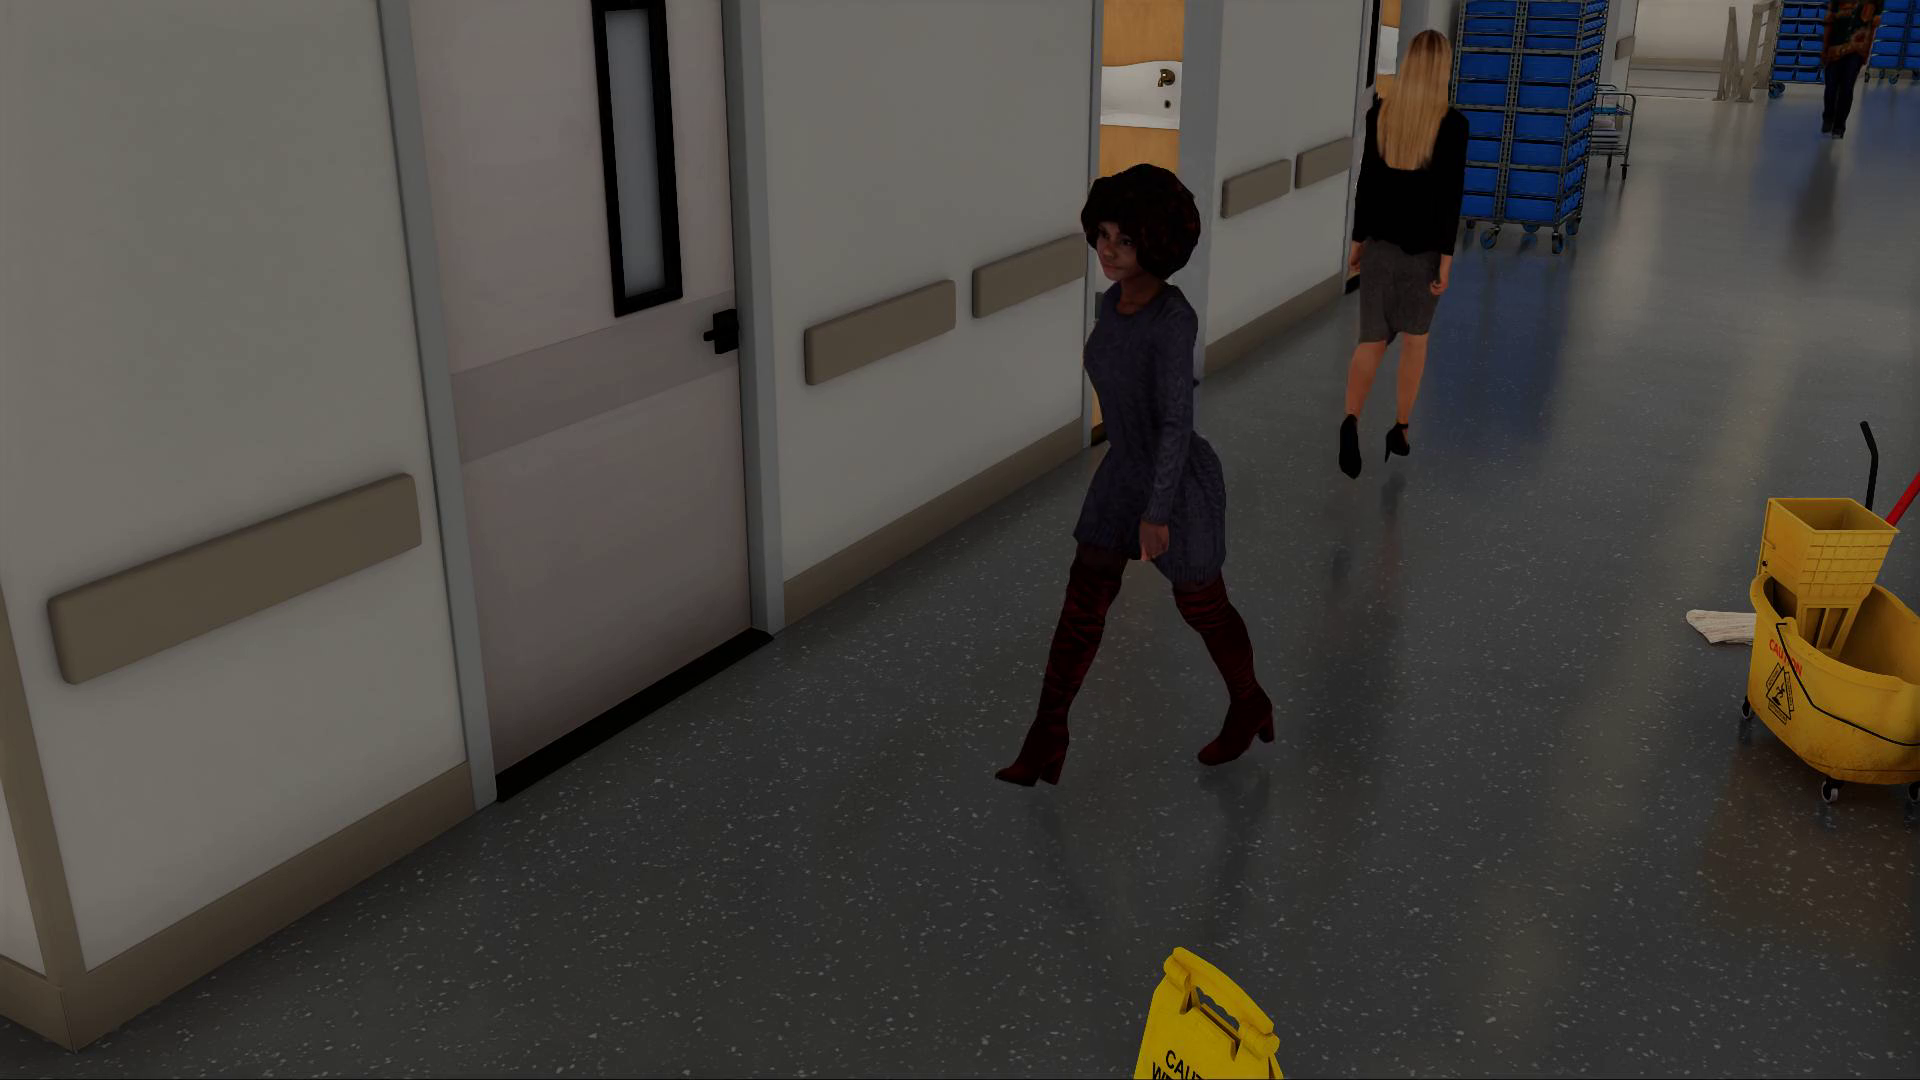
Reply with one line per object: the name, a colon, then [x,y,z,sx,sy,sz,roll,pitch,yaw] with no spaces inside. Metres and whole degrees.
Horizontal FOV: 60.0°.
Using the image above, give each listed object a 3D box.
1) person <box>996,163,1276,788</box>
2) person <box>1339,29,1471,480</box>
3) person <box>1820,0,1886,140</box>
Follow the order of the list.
person: [0.591,-0.119,4.362,1.169,1.671,1.003,-8,22,-20]
person: [1.739,-1.067,6.680,0.632,1.802,1.152,11,23,26]
person: [9.179,-5.078,17.254,0.691,1.773,1.184,11,23,26]
